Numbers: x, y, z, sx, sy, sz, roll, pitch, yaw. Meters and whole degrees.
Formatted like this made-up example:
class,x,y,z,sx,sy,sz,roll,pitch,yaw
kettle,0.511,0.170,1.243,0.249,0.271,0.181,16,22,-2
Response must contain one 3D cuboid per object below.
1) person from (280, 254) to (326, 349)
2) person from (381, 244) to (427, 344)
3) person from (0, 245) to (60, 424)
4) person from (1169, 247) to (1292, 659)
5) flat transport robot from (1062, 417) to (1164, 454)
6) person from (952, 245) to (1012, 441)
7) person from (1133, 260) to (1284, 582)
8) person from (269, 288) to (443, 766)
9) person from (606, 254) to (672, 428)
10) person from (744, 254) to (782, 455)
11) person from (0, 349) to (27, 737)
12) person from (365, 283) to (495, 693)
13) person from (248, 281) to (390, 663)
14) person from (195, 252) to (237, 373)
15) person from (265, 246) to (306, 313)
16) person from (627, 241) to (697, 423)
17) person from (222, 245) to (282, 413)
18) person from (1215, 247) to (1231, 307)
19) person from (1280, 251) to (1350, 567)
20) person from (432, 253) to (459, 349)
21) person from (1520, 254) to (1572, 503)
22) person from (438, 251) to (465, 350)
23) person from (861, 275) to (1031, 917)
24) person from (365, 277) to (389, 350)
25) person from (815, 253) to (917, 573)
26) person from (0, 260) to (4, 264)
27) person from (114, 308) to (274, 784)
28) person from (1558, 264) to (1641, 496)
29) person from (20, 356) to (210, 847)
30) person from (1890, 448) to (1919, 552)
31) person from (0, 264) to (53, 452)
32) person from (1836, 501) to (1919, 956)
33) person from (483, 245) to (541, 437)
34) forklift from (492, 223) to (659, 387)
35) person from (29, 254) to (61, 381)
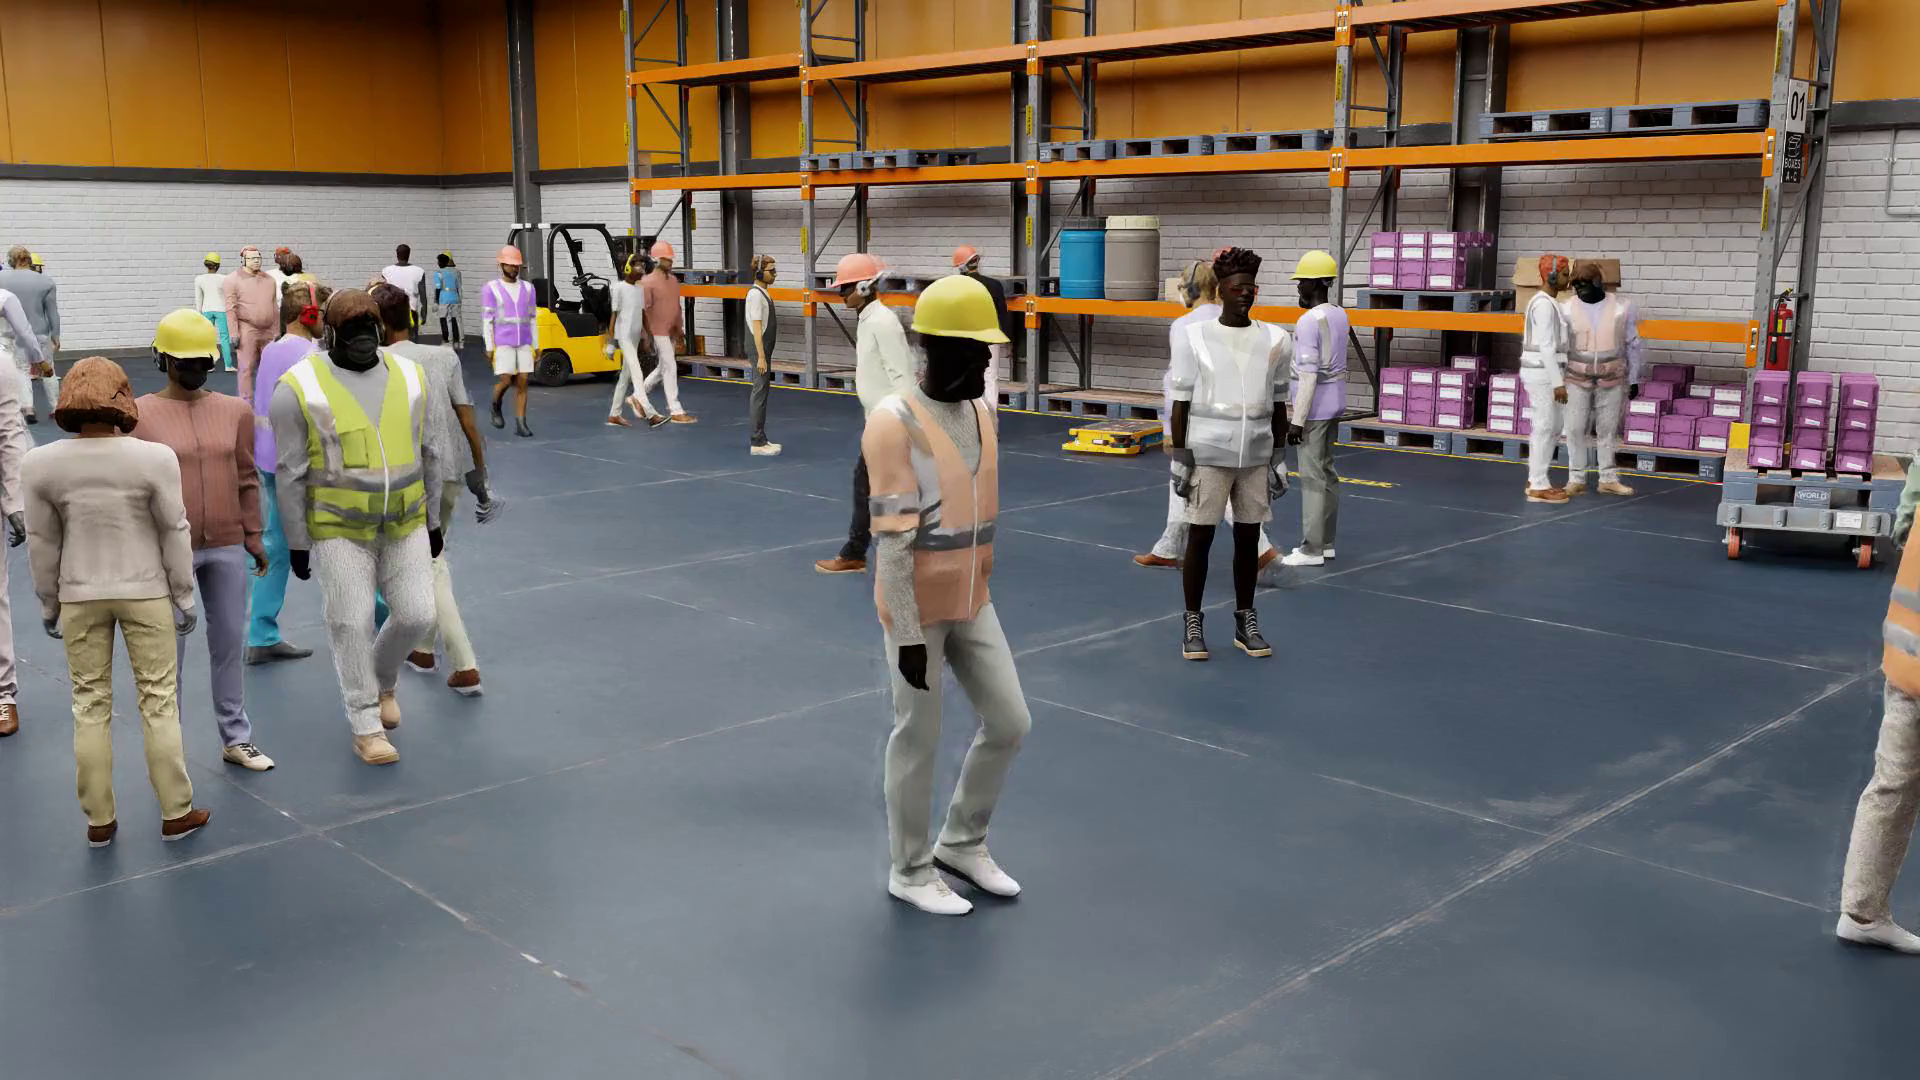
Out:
class,x,y,z,sx,sy,sz,roll,pitch,yaw
person,-8.233,-2.642,20.655,0.980,1.786,0.645,2,11,9
person,-7.881,-3.229,23.564,0.616,1.900,0.467,-5,12,-27
person,-10.039,-2.203,17.907,0.639,1.911,0.656,-6,12,-29
person,1.295,-0.407,7.966,0.607,1.966,0.367,-2,11,-11
flat transport robot,1.591,-1.000,15.828,0.652,0.197,1.431,6,12,30
person,0.194,-1.957,16.528,0.684,1.930,1.005,-1,10,-4
person,1.489,-0.693,9.764,1.021,1.898,0.641,8,13,39
person,-2.310,-0.054,6.421,0.647,1.827,0.488,-9,14,-41
person,-3.387,-2.083,17.492,0.922,1.821,0.548,4,11,21
person,-1.826,-1.710,15.400,0.330,1.844,0.520,-1,10,-4
person,-4.074,-0.131,6.629,0.649,1.904,0.401,-4,11,-19
person,-2.445,-0.238,7.482,0.527,1.802,0.900,-10,14,-42
person,-3.059,-0.333,8.019,0.954,1.791,0.586,-10,14,-43
person,-10.992,-3.352,24.570,0.528,1.767,0.329,-1,10,-4
person,-9.078,-3.026,22.506,0.578,1.873,0.479,-2,11,-9
person,-3.280,-2.258,18.076,0.903,1.969,0.621,4,11,21
person,-7.827,-2.311,18.512,0.407,1.908,0.641,7,12,32
person,2.642,-1.895,16.244,0.701,1.902,0.579,6,12,28
person,2.168,-0.798,10.203,0.369,1.927,0.588,6,12,31
person,-9.102,-4.214,29.458,0.317,1.700,0.585,6,12,30
person,4.457,-1.216,12.613,0.397,1.881,0.599,5,11,24
person,-9.074,-4.253,29.549,0.324,1.742,0.492,9,14,40
person,-0.023,0.191,4.877,0.499,1.910,0.590,8,13,39
person,-5.340,-1.591,15.326,0.511,1.637,0.307,-9,14,-41
person,-0.345,-0.758,10.020,1.010,1.931,0.655,-2,11,-10
person,-10.991,-2.354,18.755,0.519,1.901,0.574,-3,11,-14
person,-2.816,0.028,6.143,0.312,1.768,0.522,9,14,40
person,4.939,-1.221,12.878,0.728,1.811,0.447,3,11,16
person,-2.793,0.210,5.512,0.497,1.633,0.287,-2,11,-11
person,4.101,-0.029,6.888,0.726,1.602,0.525,-3,11,-15
person,-8.211,-1.516,14.214,0.638,1.888,0.918,5,11,24
person,2.809,0.396,4.521,0.698,1.610,0.546,4,11,20
person,-4.537,-2.007,16.808,0.547,1.920,0.559,-8,13,-37
forklift,-5.316,-3.263,22.920,2.313,2.155,1.214,-10,14,-44
person,-12.909,-3.109,23.254,0.530,1.765,0.325,4,11,21
